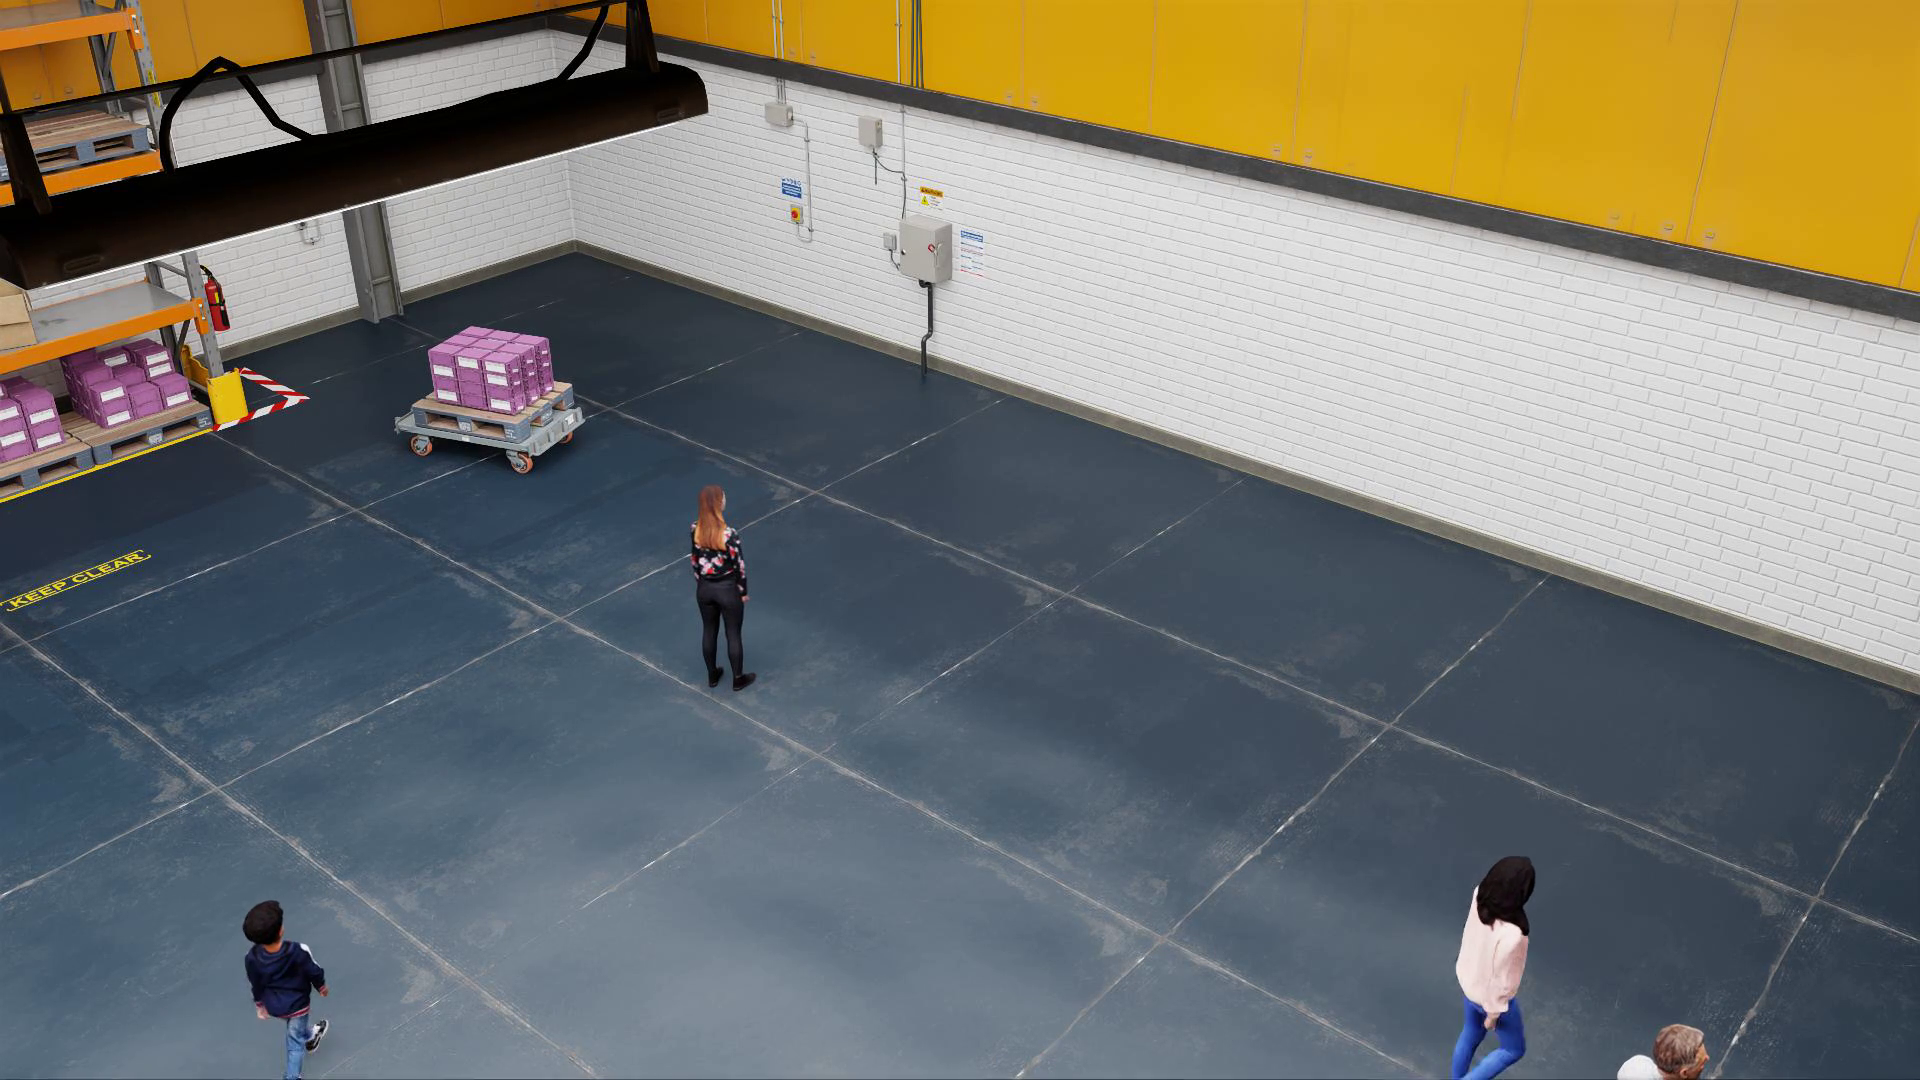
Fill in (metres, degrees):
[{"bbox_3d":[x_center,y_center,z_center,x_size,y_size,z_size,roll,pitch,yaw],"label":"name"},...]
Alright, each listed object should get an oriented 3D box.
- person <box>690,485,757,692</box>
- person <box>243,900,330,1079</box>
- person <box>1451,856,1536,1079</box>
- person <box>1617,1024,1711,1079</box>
[{"bbox_3d":[-1.802,0.363,12.454,0.633,1.685,0.612,11,30,19],"label":"person"},{"bbox_3d":[-3.667,2.515,9.018,0.794,1.197,0.914,2,29,3],"label":"person"},{"bbox_3d":[2.677,2.365,8.707,0.849,1.759,0.794,-4,29,-7],"label":"person"},{"bbox_3d":[3.102,2.909,7.647,0.774,1.818,0.711,-2,29,-4],"label":"person"}]
